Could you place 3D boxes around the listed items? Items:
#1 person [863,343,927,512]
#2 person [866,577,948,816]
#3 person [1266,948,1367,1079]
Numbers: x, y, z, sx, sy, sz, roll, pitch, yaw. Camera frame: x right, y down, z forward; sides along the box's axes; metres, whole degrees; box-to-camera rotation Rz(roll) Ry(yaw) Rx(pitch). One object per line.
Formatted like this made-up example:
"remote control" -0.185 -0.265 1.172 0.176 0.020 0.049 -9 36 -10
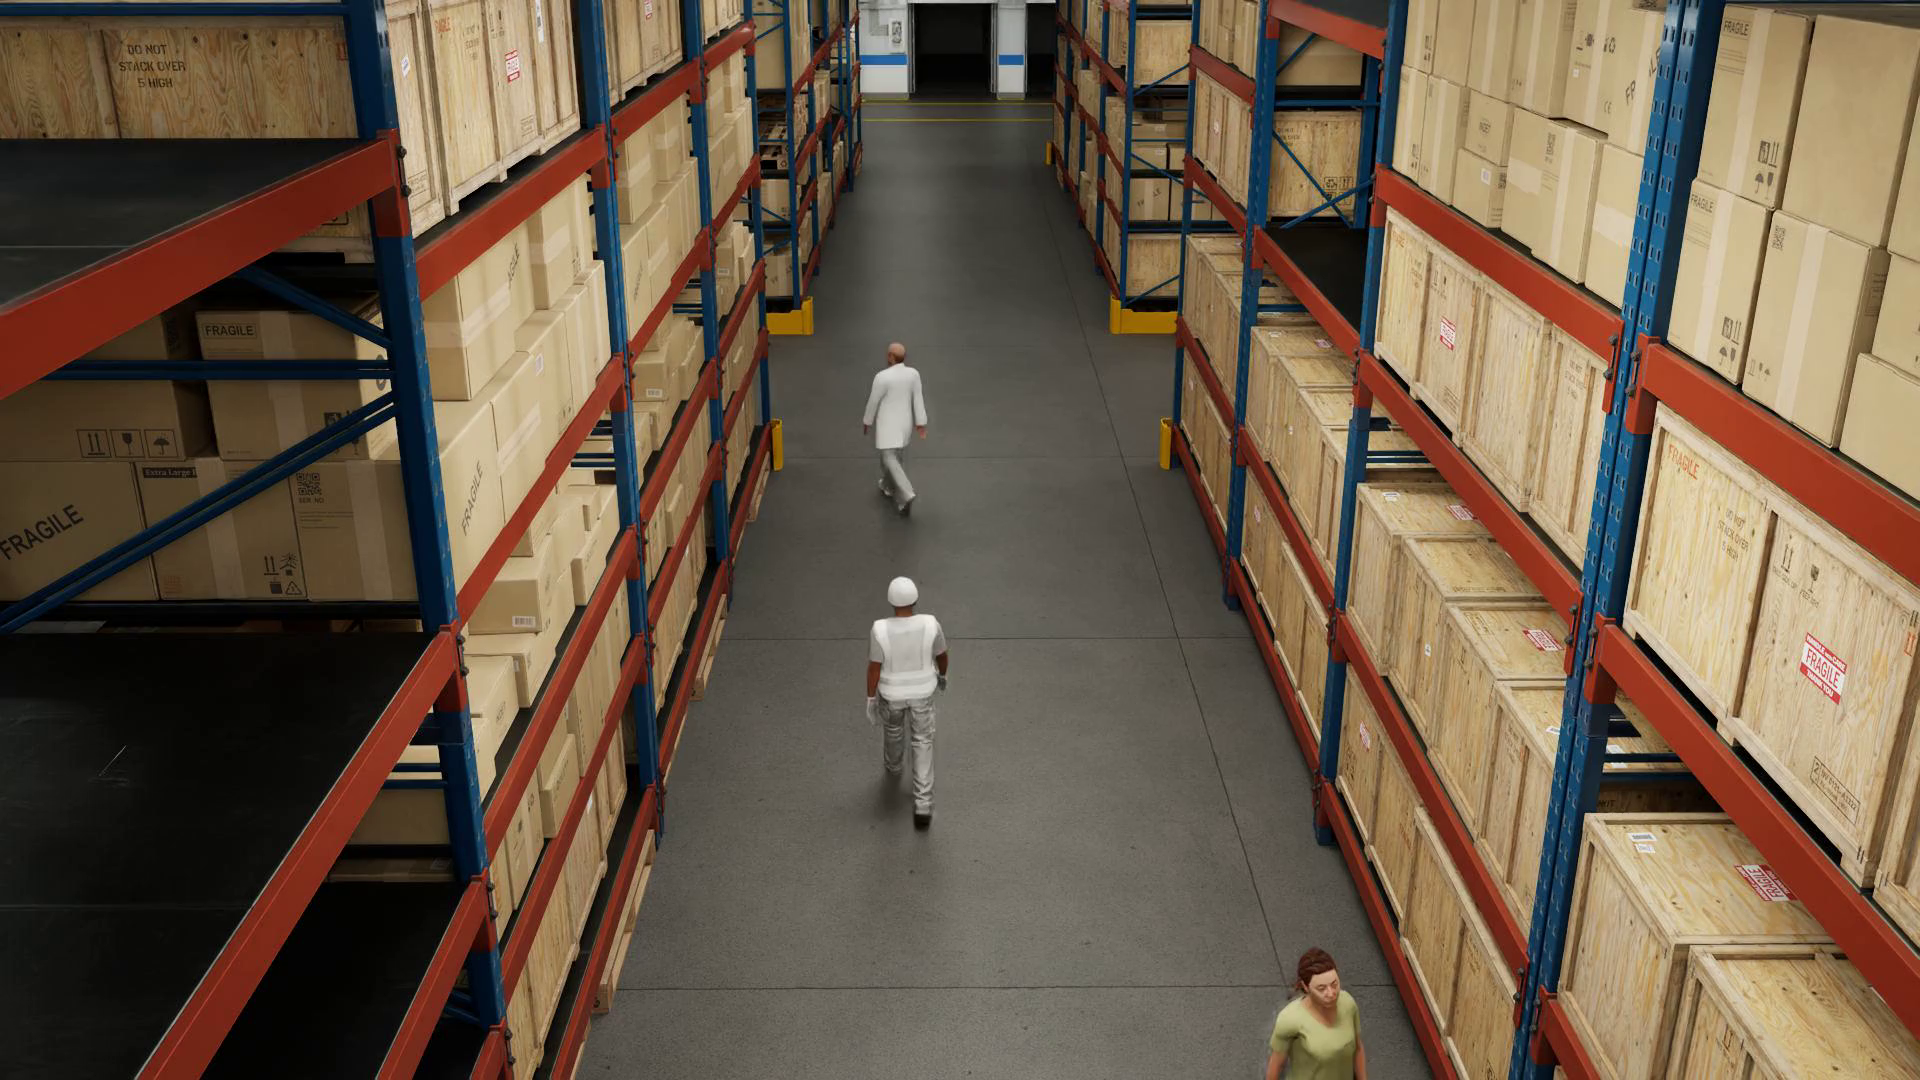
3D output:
"person" -0.681 -1.231 17.637 0.660 1.747 1.058 -13 25 -30
"person" -0.376 1.039 11.882 0.589 1.744 1.065 -1 22 -2
"person" 1.703 2.658 7.914 0.470 1.639 0.966 -10 24 -24
